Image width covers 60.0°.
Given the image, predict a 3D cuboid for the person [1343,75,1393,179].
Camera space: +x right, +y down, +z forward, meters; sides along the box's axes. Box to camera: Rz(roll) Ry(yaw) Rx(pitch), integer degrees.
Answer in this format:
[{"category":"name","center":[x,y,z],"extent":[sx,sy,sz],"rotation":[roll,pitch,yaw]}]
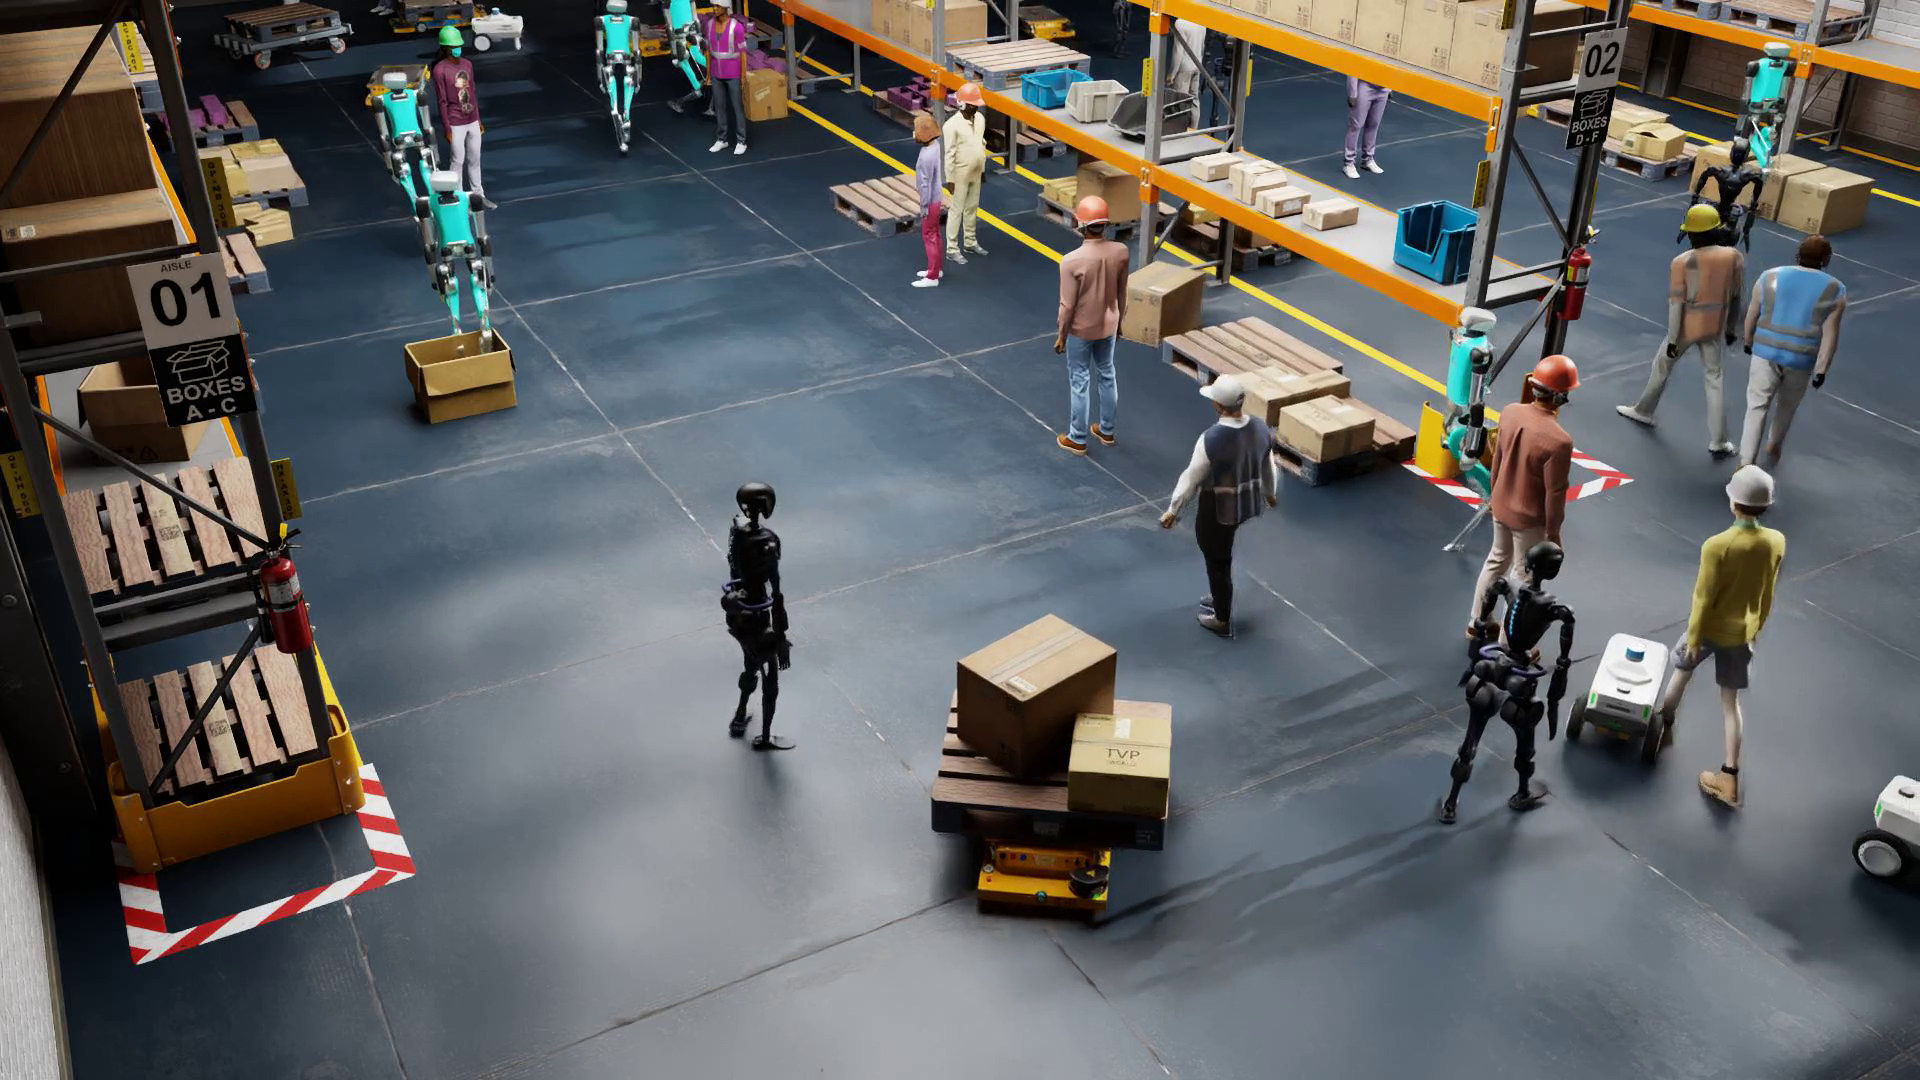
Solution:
[{"category":"person","center":[4.566,-4.993,18.459],"extent":[0.647,1.907,0.412],"rotation":[-16,34,-26]}]

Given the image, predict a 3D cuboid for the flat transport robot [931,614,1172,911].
[{"category":"flat transport robot","center":[0.501,1.421,8.936],"extent":[0.659,0.231,1.431],"rotation":[4,30,7]}]

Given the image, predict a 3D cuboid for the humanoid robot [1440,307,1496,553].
[{"category":"humanoid robot","center":[3.553,-0.652,11.202],"extent":[0.740,1.912,0.564],"rotation":[-2,30,-4]}]

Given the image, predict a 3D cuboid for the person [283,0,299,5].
[{"category":"person","center":[-9.937,-8.454,24.562],"extent":[0.429,1.833,0.635],"rotation":[-5,30,-8]}]

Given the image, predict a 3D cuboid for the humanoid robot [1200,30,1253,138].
[{"category":"humanoid robot","center":[3.122,-5.400,19.393],"extent":[0.614,1.650,0.318],"rotation":[3,30,5]}]

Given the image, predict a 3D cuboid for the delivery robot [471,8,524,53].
[{"category":"delivery robot","center":[-6.655,-7.300,23.850],"extent":[0.786,0.614,0.504],"rotation":[-6,30,-10]}]

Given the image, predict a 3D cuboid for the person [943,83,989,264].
[{"category":"person","center":[0.075,-3.560,16.124],"extent":[0.346,1.743,0.565],"rotation":[22,36,33]}]

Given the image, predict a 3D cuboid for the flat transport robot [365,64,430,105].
[{"category":"flat transport robot","center":[-7.371,-5.980,21.820],"extent":[0.659,0.231,1.431],"rotation":[-5,30,-8]}]

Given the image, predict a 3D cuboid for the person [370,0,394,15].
[{"category":"person","center":[-9.012,-8.939,25.599],"extent":[0.282,1.633,0.499],"rotation":[-22,37,-33]}]

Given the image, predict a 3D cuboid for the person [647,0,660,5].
[{"category":"person","center":[-4.769,-9.239,26.014],"extent":[0.556,1.743,0.352],"rotation":[19,35,30]}]

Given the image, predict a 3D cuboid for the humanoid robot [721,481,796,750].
[{"category":"humanoid robot","center":[-1.139,0.428,9.247],"extent":[0.332,1.647,0.610],"rotation":[-18,34,-28]}]

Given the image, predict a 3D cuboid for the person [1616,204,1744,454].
[{"category":"person","center":[5.625,-1.610,12.625],"extent":[0.653,1.858,0.943],"rotation":[-5,30,-8]}]

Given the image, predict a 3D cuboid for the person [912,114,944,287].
[{"category":"person","center":[-0.300,-3.177,15.578],"extent":[0.288,1.628,0.499],"rotation":[4,30,7]}]

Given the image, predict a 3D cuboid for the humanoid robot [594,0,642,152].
[{"category":"humanoid robot","center":[-3.895,-5.271,19.145],"extent":[0.564,1.750,1.023],"rotation":[-6,30,-11]}]

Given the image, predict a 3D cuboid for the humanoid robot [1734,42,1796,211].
[{"category":"humanoid robot","center":[8.391,-4.201,17.278],"extent":[0.545,1.792,0.858],"rotation":[-5,30,-9]}]

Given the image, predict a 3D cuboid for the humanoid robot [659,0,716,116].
[{"category":"humanoid robot","center":[-3.235,-5.970,20.323],"extent":[1.005,1.724,0.537],"rotation":[21,36,32]}]

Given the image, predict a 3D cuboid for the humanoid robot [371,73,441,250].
[{"category":"humanoid robot","center":[-5.298,-3.568,16.187],"extent":[0.557,1.817,0.765],"rotation":[-12,32,-20]}]

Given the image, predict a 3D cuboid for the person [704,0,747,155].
[{"category":"person","center":[-2.703,-5.386,19.199],"extent":[0.526,1.846,0.323],"rotation":[11,32,18]}]

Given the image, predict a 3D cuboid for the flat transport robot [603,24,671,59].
[{"category":"flat transport robot","center":[-4.657,-7.184,23.916],"extent":[0.659,0.231,1.431],"rotation":[-15,33,-24]}]

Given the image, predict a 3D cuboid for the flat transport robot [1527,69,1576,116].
[{"category":"flat transport robot","center":[7.149,-5.743,21.407],"extent":[0.659,0.231,1.431],"rotation":[-16,33,-25]}]

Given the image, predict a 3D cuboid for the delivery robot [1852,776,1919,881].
[{"category":"delivery robot","center":[5.027,1.525,8.486],"extent":[0.499,0.613,0.803],"rotation":[-26,39,-38]}]

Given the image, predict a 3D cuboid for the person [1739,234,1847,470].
[{"category":"person","center":[6.102,-1.379,12.288],"extent":[0.641,1.779,0.955],"rotation":[16,34,26]}]

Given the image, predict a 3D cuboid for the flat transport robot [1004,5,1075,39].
[{"category":"flat transport robot","center":[1.166,-7.765,24.928],"extent":[0.659,0.231,1.431],"rotation":[-9,31,-16]}]

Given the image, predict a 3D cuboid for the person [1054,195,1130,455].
[{"category":"person","center":[0.972,-1.604,12.472],"extent":[0.620,1.992,0.395],"rotation":[-17,34,-27]}]

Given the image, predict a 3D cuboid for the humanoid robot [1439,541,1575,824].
[{"category":"humanoid robot","center":[2.886,0.749,8.728],"extent":[0.636,1.623,0.603],"rotation":[-21,36,-32]}]

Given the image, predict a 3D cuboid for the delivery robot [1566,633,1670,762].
[{"category":"delivery robot","center":[3.844,0.879,9.603],"extent":[0.499,0.606,0.801],"rotation":[15,33,25]}]

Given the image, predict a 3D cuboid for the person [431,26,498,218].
[{"category":"person","center":[-5.208,-4.370,17.330],"extent":[0.421,1.950,0.498],"rotation":[19,35,29]}]

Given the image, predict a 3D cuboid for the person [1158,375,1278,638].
[{"category":"person","center":[1.608,-0.232,10.330],"extent":[0.766,1.738,0.595],"rotation":[-21,36,-31]}]

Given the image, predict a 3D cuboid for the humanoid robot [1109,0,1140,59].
[{"category":"humanoid robot","center":[2.295,-7.582,23.193],"extent":[0.305,1.653,0.616],"rotation":[18,34,28]}]

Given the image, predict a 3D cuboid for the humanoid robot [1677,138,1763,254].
[{"category":"humanoid robot","center":[6.780,-2.807,14.891],"extent":[0.612,1.645,0.431],"rotation":[9,31,16]}]

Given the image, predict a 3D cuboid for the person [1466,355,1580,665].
[{"category":"person","center":[3.410,-0.180,10.007],"extent":[0.402,1.986,0.620],"rotation":[-9,31,-15]}]

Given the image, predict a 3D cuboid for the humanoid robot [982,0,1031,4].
[{"category":"humanoid robot","center":[0.719,-9.259,26.176],"extent":[0.790,1.643,0.588],"rotation":[-11,32,-18]}]

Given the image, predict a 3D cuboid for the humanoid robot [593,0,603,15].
[{"category":"humanoid robot","center":[-5.695,-9.020,25.737],"extent":[0.596,1.616,0.800],"rotation":[-2,30,-3]}]

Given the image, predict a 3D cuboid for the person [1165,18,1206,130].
[{"category":"person","center":[2.618,-5.486,19.337],"extent":[0.370,1.890,0.562],"rotation":[25,38,37]}]

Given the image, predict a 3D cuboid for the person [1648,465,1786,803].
[{"category":"person","center":[4.150,0.488,8.989],"extent":[0.482,1.852,0.906],"rotation":[-1,30,-1]}]

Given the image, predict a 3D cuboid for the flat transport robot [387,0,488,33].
[{"category":"flat transport robot","center":[-7.860,-7.862,25.096],"extent":[1.431,0.231,0.659],"rotation":[-13,32,-21]}]

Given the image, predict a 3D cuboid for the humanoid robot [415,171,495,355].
[{"category":"humanoid robot","center":[-4.023,-2.018,13.502],"extent":[0.542,1.838,0.749],"rotation":[-9,31,-16]}]
